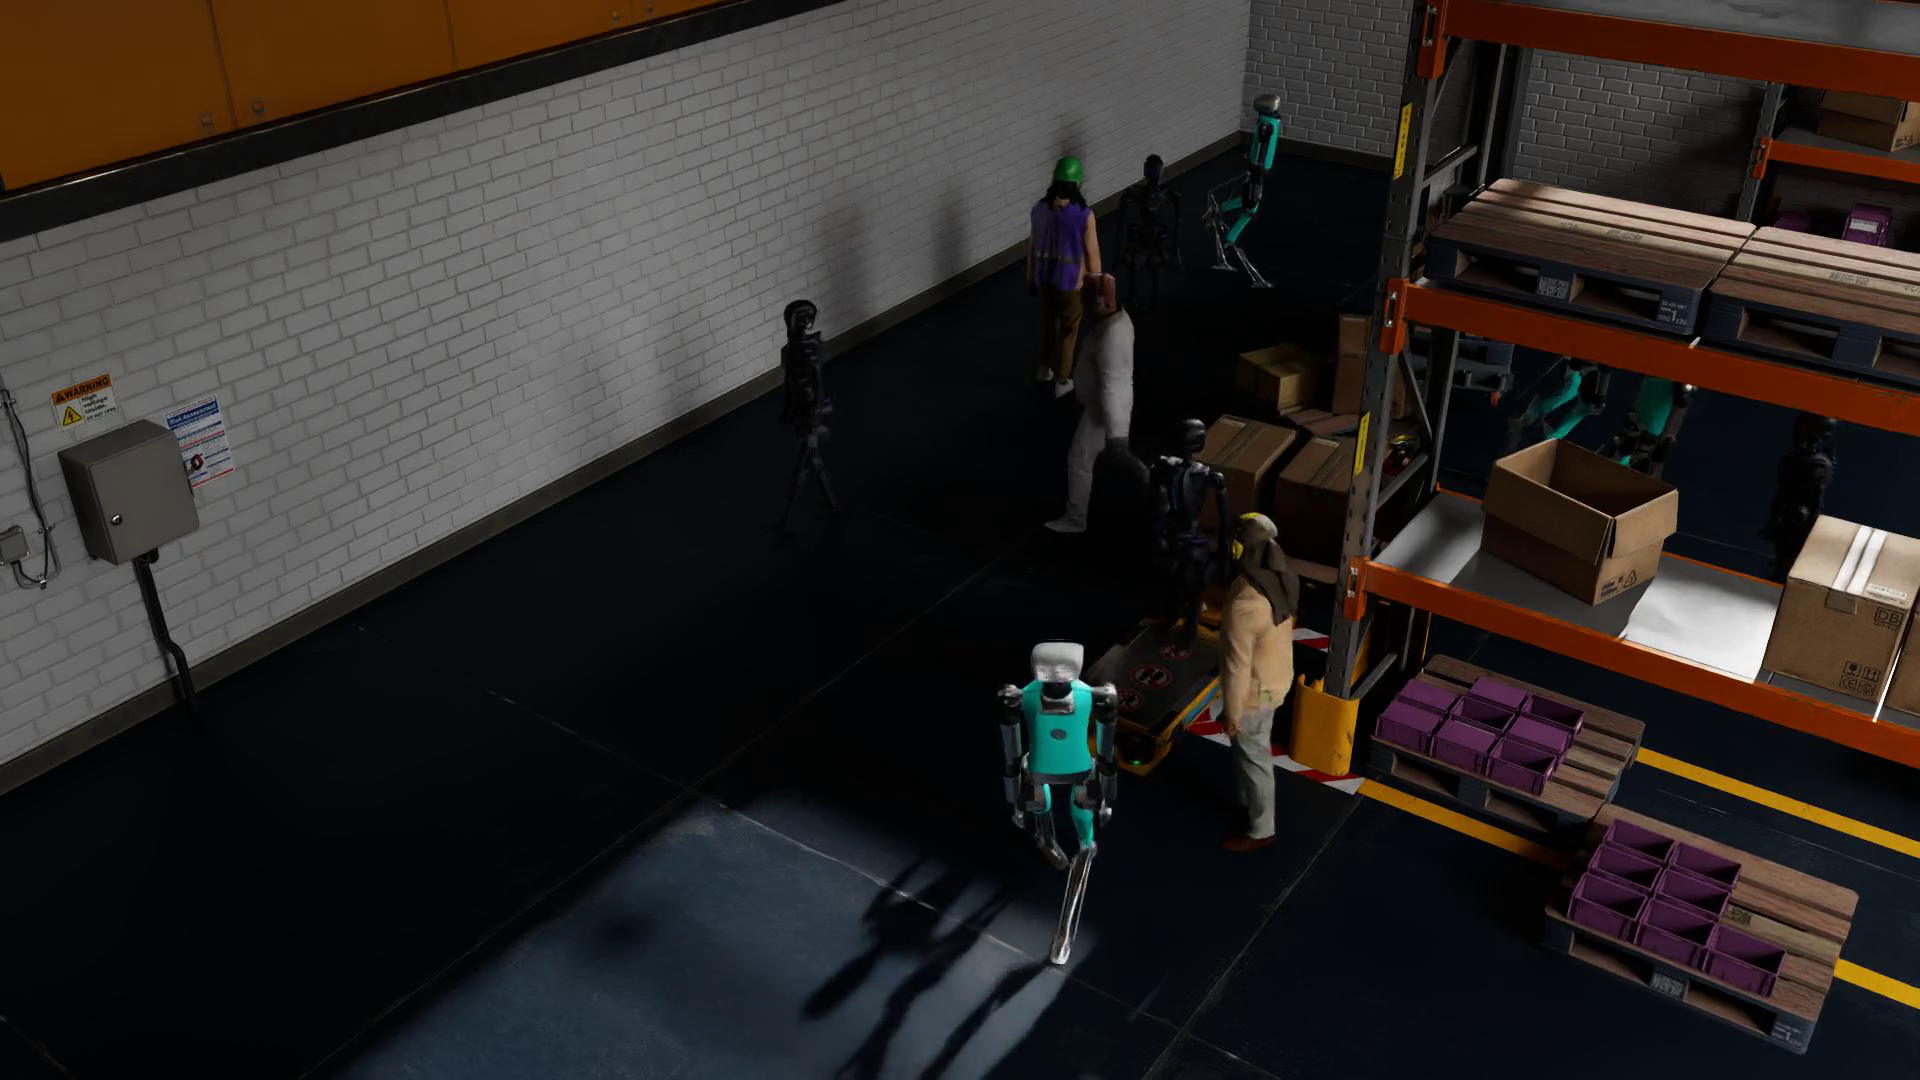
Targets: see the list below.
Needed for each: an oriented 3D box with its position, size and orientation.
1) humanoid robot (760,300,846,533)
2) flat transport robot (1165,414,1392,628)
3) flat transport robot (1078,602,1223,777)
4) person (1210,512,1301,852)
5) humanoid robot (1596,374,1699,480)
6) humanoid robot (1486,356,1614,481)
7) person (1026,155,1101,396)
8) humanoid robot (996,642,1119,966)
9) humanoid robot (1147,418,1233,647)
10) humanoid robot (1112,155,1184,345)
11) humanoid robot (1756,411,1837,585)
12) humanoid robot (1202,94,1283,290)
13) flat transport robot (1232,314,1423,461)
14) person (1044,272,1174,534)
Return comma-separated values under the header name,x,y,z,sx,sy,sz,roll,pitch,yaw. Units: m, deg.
name,x,y,z,sx,sy,sz,roll,pitch,yaw
humanoid robot,-1.088,-0.824,11.076,0.699,1.632,0.601,-14,33,-22
flat transport robot,2.009,0.187,10.715,0.659,0.231,1.431,16,34,26
flat transport robot,1.128,0.834,9.593,0.659,0.231,1.431,19,35,30
person,1.435,0.711,8.219,0.464,1.855,0.568,16,34,25
humanoid robot,4.005,-0.437,10.334,0.810,1.769,0.534,-1,30,-2
humanoid robot,4.078,-1.065,11.501,0.863,1.823,0.547,-3,30,-5
person,0.819,-2.039,12.927,0.560,1.916,0.526,17,34,27
humanoid robot,0.455,1.038,7.805,0.571,1.758,1.007,1,30,2
humanoid robot,1.343,0.046,9.549,0.588,1.640,0.425,23,37,34
humanoid robot,1.573,-2.415,13.836,0.600,1.643,0.363,-1,30,-2
humanoid robot,4.832,-0.024,9.696,0.650,1.631,0.600,5,30,8
humanoid robot,2.523,-3.139,15.023,0.904,1.778,0.542,7,31,13
flat transport robot,2.779,-0.846,12.507,0.659,0.231,1.431,-15,33,-24
person,1.041,-0.864,10.955,0.850,1.870,0.664,9,31,15
